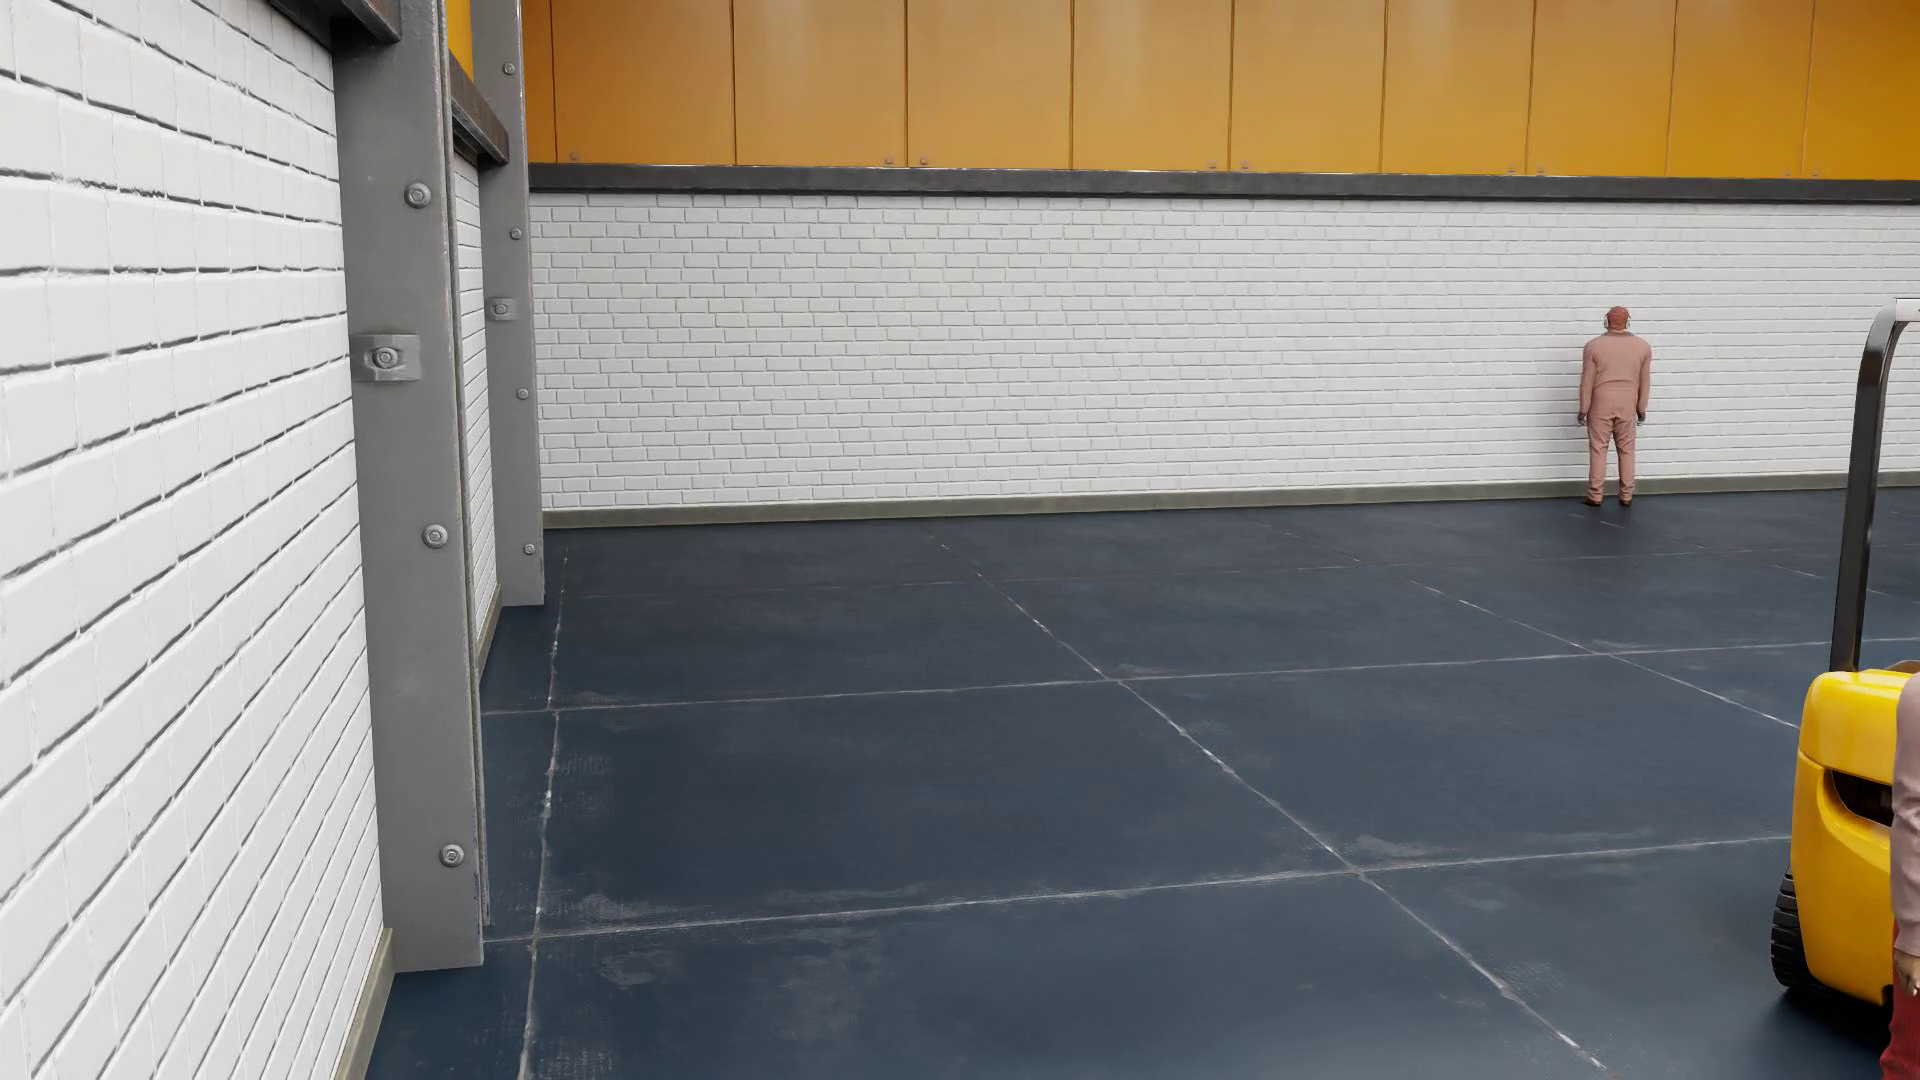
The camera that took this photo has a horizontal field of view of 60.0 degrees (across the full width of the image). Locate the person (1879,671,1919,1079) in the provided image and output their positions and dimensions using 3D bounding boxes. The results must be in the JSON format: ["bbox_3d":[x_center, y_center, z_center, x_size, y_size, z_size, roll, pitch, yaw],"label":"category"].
[{"bbox_3d":[2.208,0.813,3.559,0.525,1.769,0.313,-3,10,-18],"label":"person"}]

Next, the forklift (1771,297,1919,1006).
[{"bbox_3d":[3.542,0.334,5.177,2.313,2.155,1.214,-9,13,-43],"label":"forklift"}]

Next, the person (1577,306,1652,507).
[{"bbox_3d":[6.185,-1.262,15.781,0.652,1.906,0.403,1,9,3],"label":"person"}]
